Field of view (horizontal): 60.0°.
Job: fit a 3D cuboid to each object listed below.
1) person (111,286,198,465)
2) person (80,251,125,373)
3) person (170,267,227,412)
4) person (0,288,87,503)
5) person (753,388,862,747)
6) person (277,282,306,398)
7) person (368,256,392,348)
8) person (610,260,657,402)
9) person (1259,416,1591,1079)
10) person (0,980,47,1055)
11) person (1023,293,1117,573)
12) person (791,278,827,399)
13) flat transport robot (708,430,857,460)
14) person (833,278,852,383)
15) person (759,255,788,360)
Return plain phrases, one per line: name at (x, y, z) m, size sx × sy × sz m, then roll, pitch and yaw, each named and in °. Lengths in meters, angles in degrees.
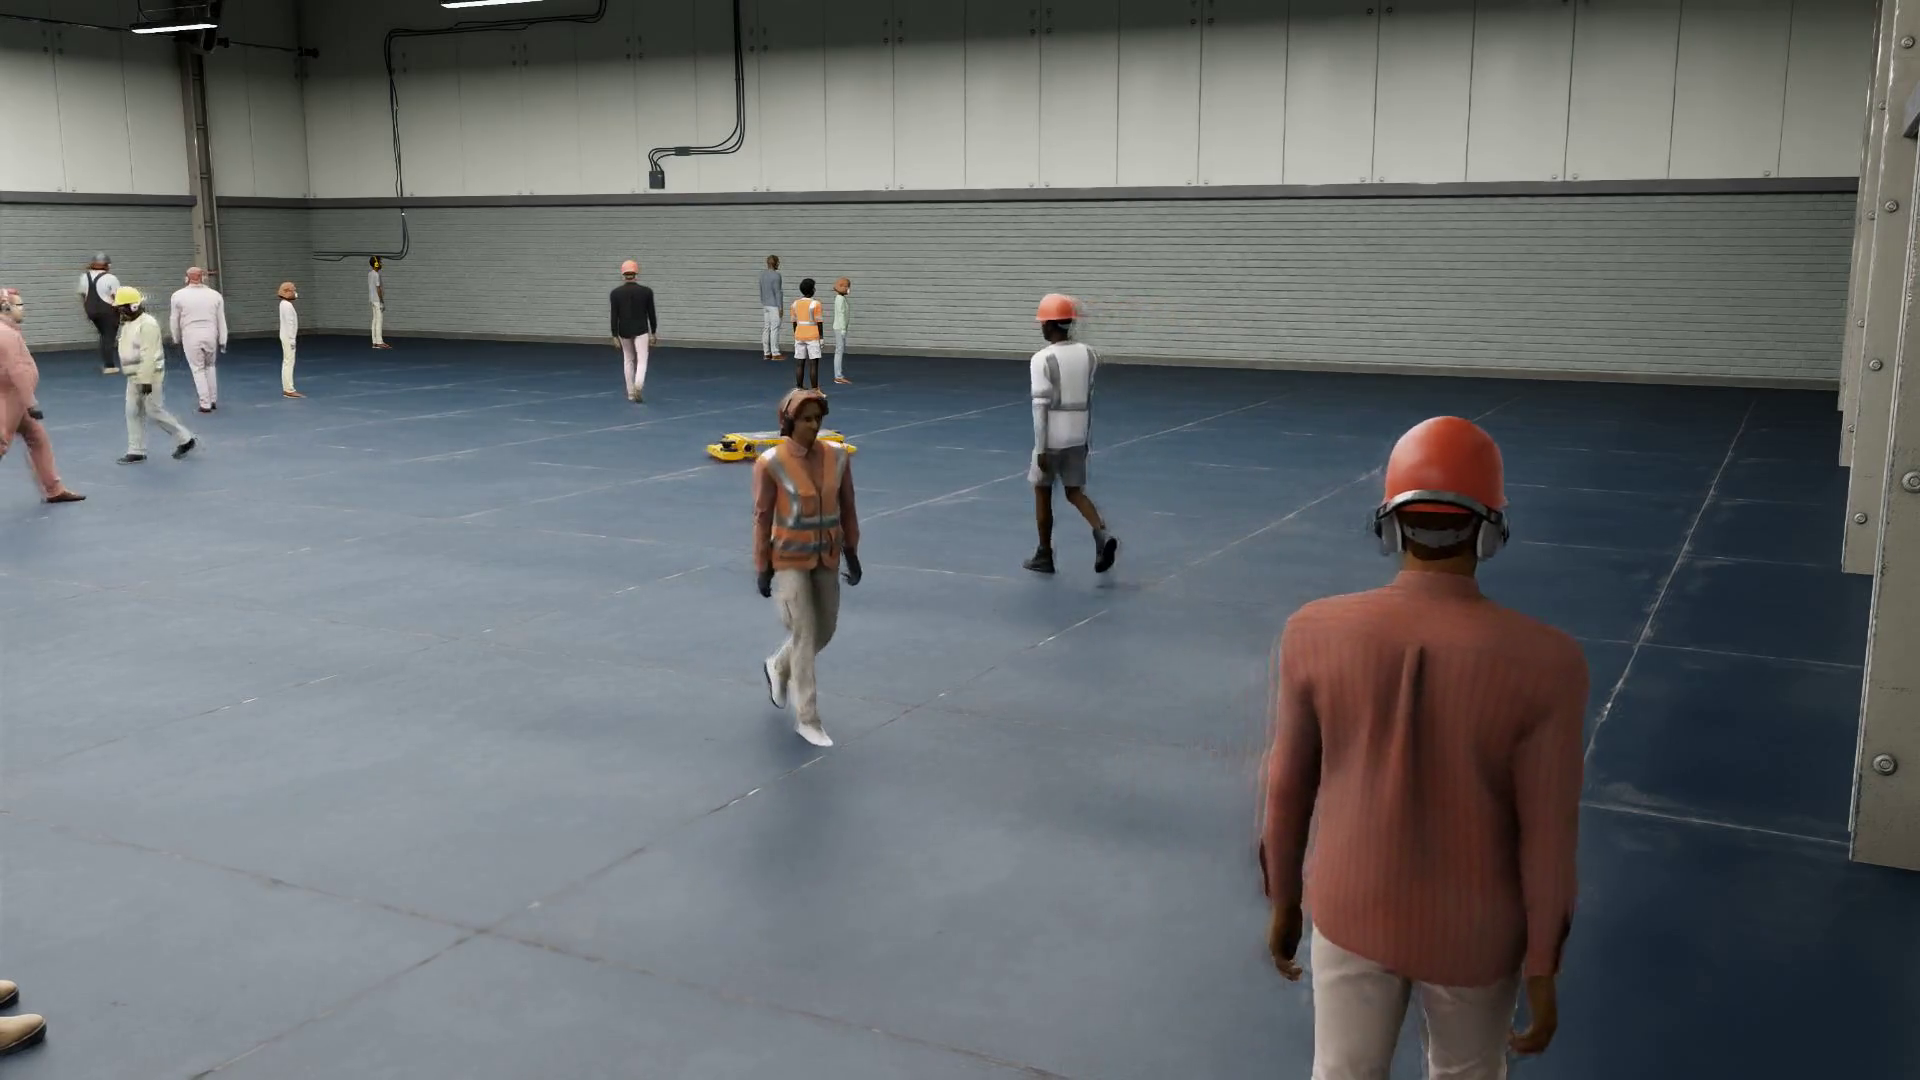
person at (-8.164, -1.666, 16.796) m, size 0.603 × 1.799 × 0.714 m, roll 8°, pitch 13°, yaw 38°
person at (-14.254, -3.823, 27.892) m, size 0.706 × 2.000 × 0.682 m, roll 3°, pitch 11°, yaw 17°
person at (-9.980, -2.613, 21.756) m, size 0.640 × 1.877 × 0.743 m, roll -9°, pitch 14°, yaw -41°
person at (-8.042, -1.185, 14.009) m, size 0.978 × 1.863 × 0.641 m, roll -6°, pitch 12°, yaw -28°
person at (-0.755, 0.097, 7.694) m, size 0.520 × 1.622 × 0.687 m, roll -9°, pitch 14°, yaw -40°
person at (-9.533, -2.845, 23.665) m, size 0.277 × 1.632 × 0.502 m, roll -6°, pitch 12°, yaw -28°
person at (-11.887, -4.857, 33.984) m, size 0.328 × 1.876 × 0.514 m, roll -8°, pitch 13°, yaw -38°
person at (-4.520, -2.887, 23.012) m, size 0.617 × 1.964 × 0.892 m, roll 0°, pitch 10°, yaw -3°
person at (0.846, 0.749, 3.204) m, size 0.627 × 1.964 × 0.930 m, roll 6°, pitch 12°, yaw 29°
person at (-2.869, 0.436, 4.663) m, size 0.388 × 2.041 × 0.615 m, roll -9°, pitch 13°, yaw -39°
person at (0.725, -0.689, 11.148) m, size 0.553 × 1.915 × 0.716 m, roll -7°, pitch 13°, yaw -34°
person at (-2.126, -2.819, 23.357) m, size 0.535 × 1.697 × 0.318 m, roll 6°, pitch 12°, yaw 32°
flat transport robot at (-1.857, -1.004, 17.347) m, size 1.431 × 0.197 × 0.652 m, roll -4°, pitch 11°, yaw -22°
person at (-1.839, -3.264, 25.951) m, size 0.282 × 1.633 × 0.498 m, roll -1°, pitch 10°, yaw -6°
person at (-3.446, -4.276, 30.637) m, size 0.358 × 1.938 × 0.636 m, roll -8°, pitch 13°, yaw -37°
